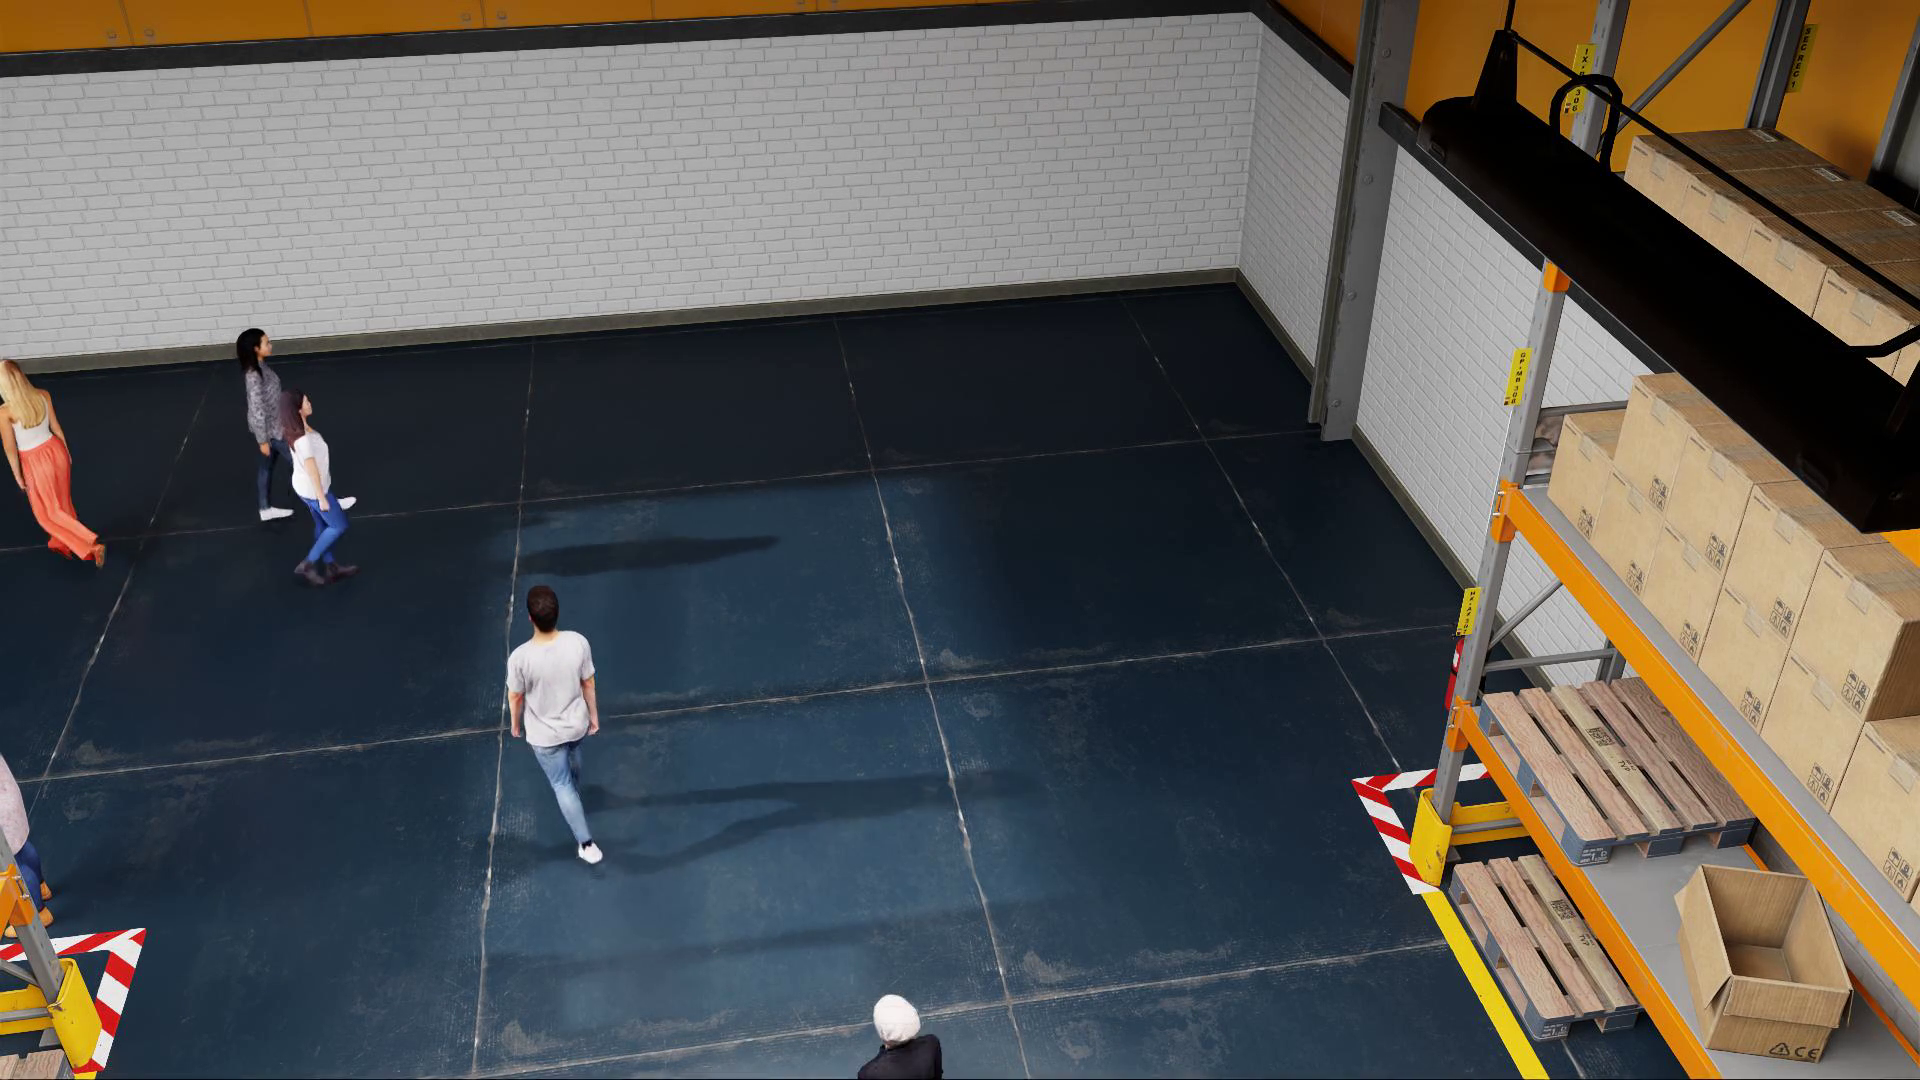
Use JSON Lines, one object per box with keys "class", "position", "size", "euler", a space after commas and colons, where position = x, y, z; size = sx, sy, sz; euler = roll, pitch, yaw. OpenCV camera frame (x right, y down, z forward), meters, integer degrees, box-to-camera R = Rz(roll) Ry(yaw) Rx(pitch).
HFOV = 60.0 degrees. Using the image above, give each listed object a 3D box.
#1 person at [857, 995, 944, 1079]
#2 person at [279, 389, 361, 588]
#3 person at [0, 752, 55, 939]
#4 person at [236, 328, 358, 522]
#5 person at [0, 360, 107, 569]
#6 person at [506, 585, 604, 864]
{"class": "person", "position": [-0.305, 2.881, 7.894], "size": [0.943, 1.760, 1.139], "euler": [-16, 37, -23]}
{"class": "person", "position": [-4.946, -0.329, 12.539], "size": [0.832, 1.673, 0.786], "euler": [-21, 39, -29]}
{"class": "person", "position": [-5.640, 1.551, 9.651], "size": [0.806, 1.738, 0.652], "euler": [-14, 36, -20]}
{"class": "person", "position": [-5.614, -0.876, 13.335], "size": [0.794, 1.703, 0.984], "euler": [-11, 35, -16]}
{"class": "person", "position": [-6.958, -0.529, 12.743], "size": [1.079, 1.780, 1.062], "euler": [18, 38, 25]}
{"class": "person", "position": [-2.428, 1.159, 10.142], "size": [0.987, 1.848, 1.269], "euler": [-20, 38, -27]}
